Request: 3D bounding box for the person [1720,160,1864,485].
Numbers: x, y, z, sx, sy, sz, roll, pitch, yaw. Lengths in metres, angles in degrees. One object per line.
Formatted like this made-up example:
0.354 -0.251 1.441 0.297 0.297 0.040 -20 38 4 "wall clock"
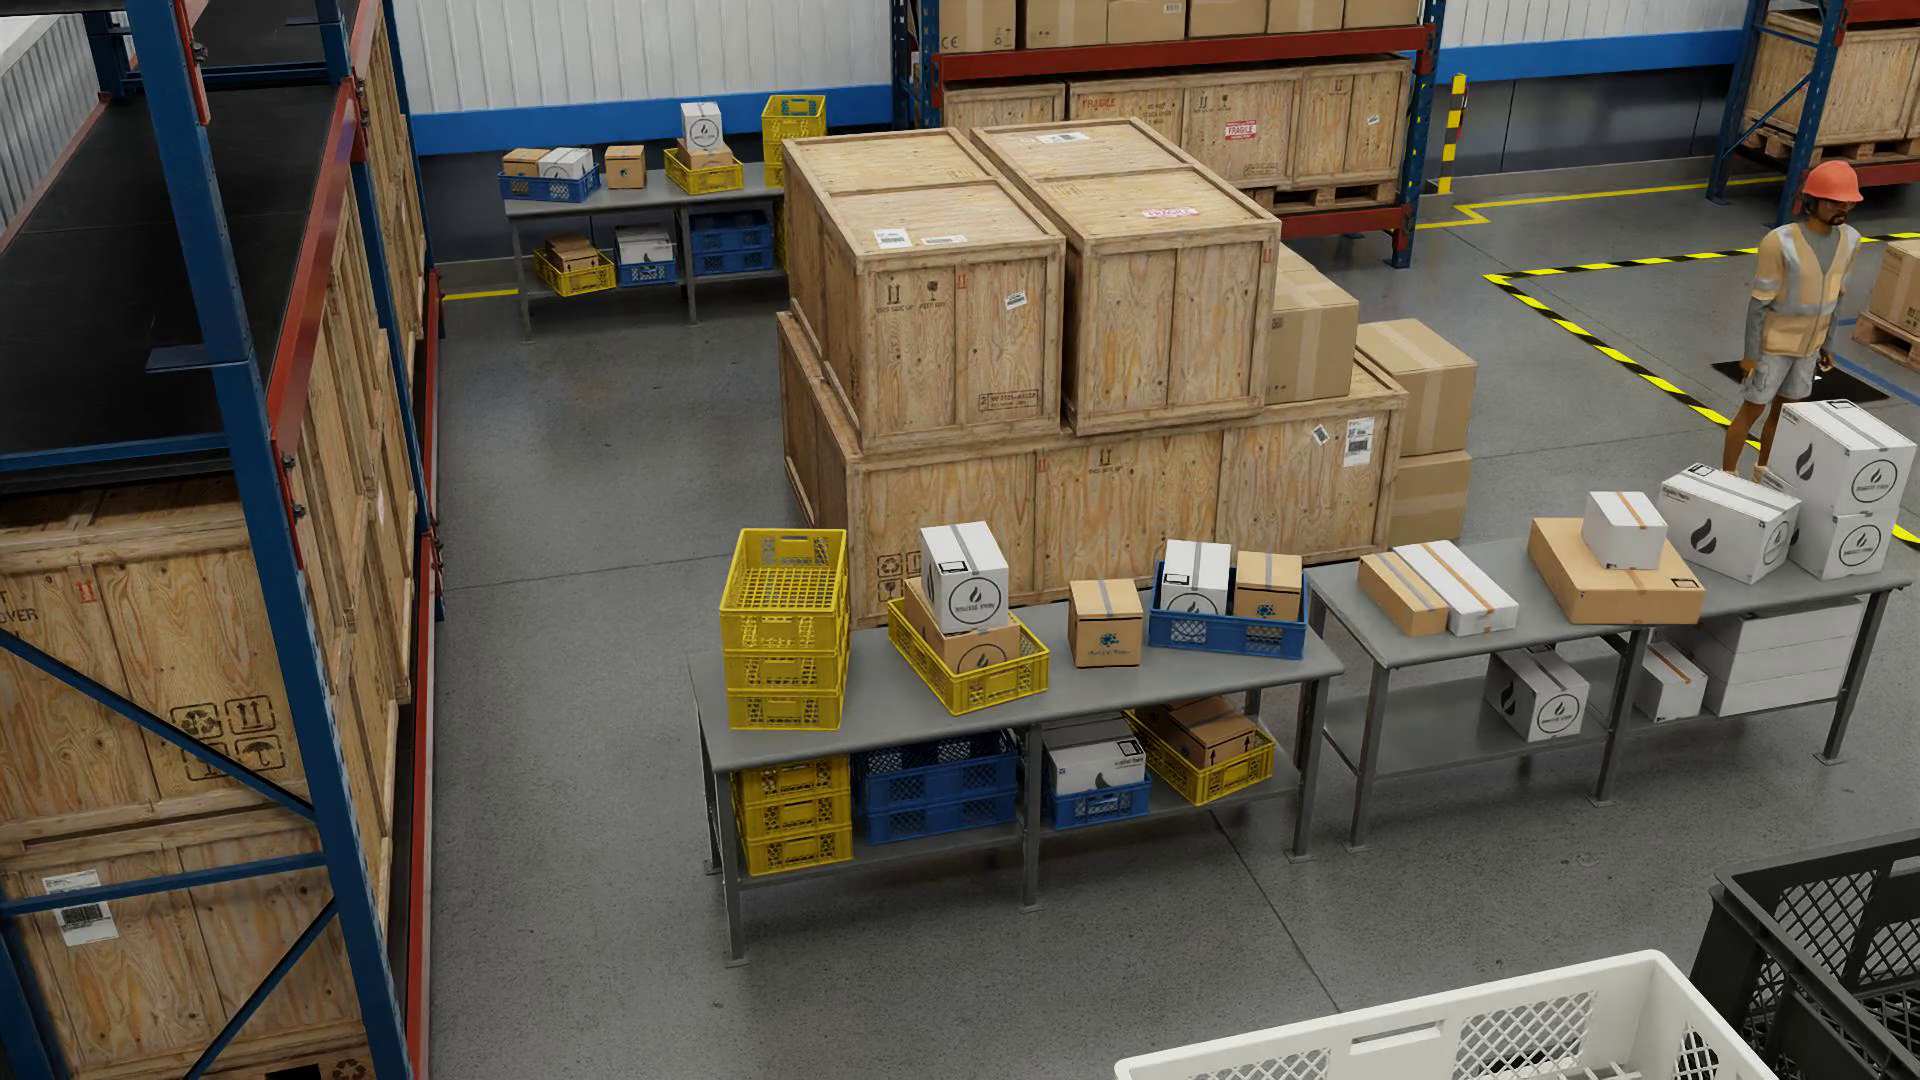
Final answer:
4.639 -1.102 9.277 0.606 2.048 0.366 -8 30 -14 "person"
